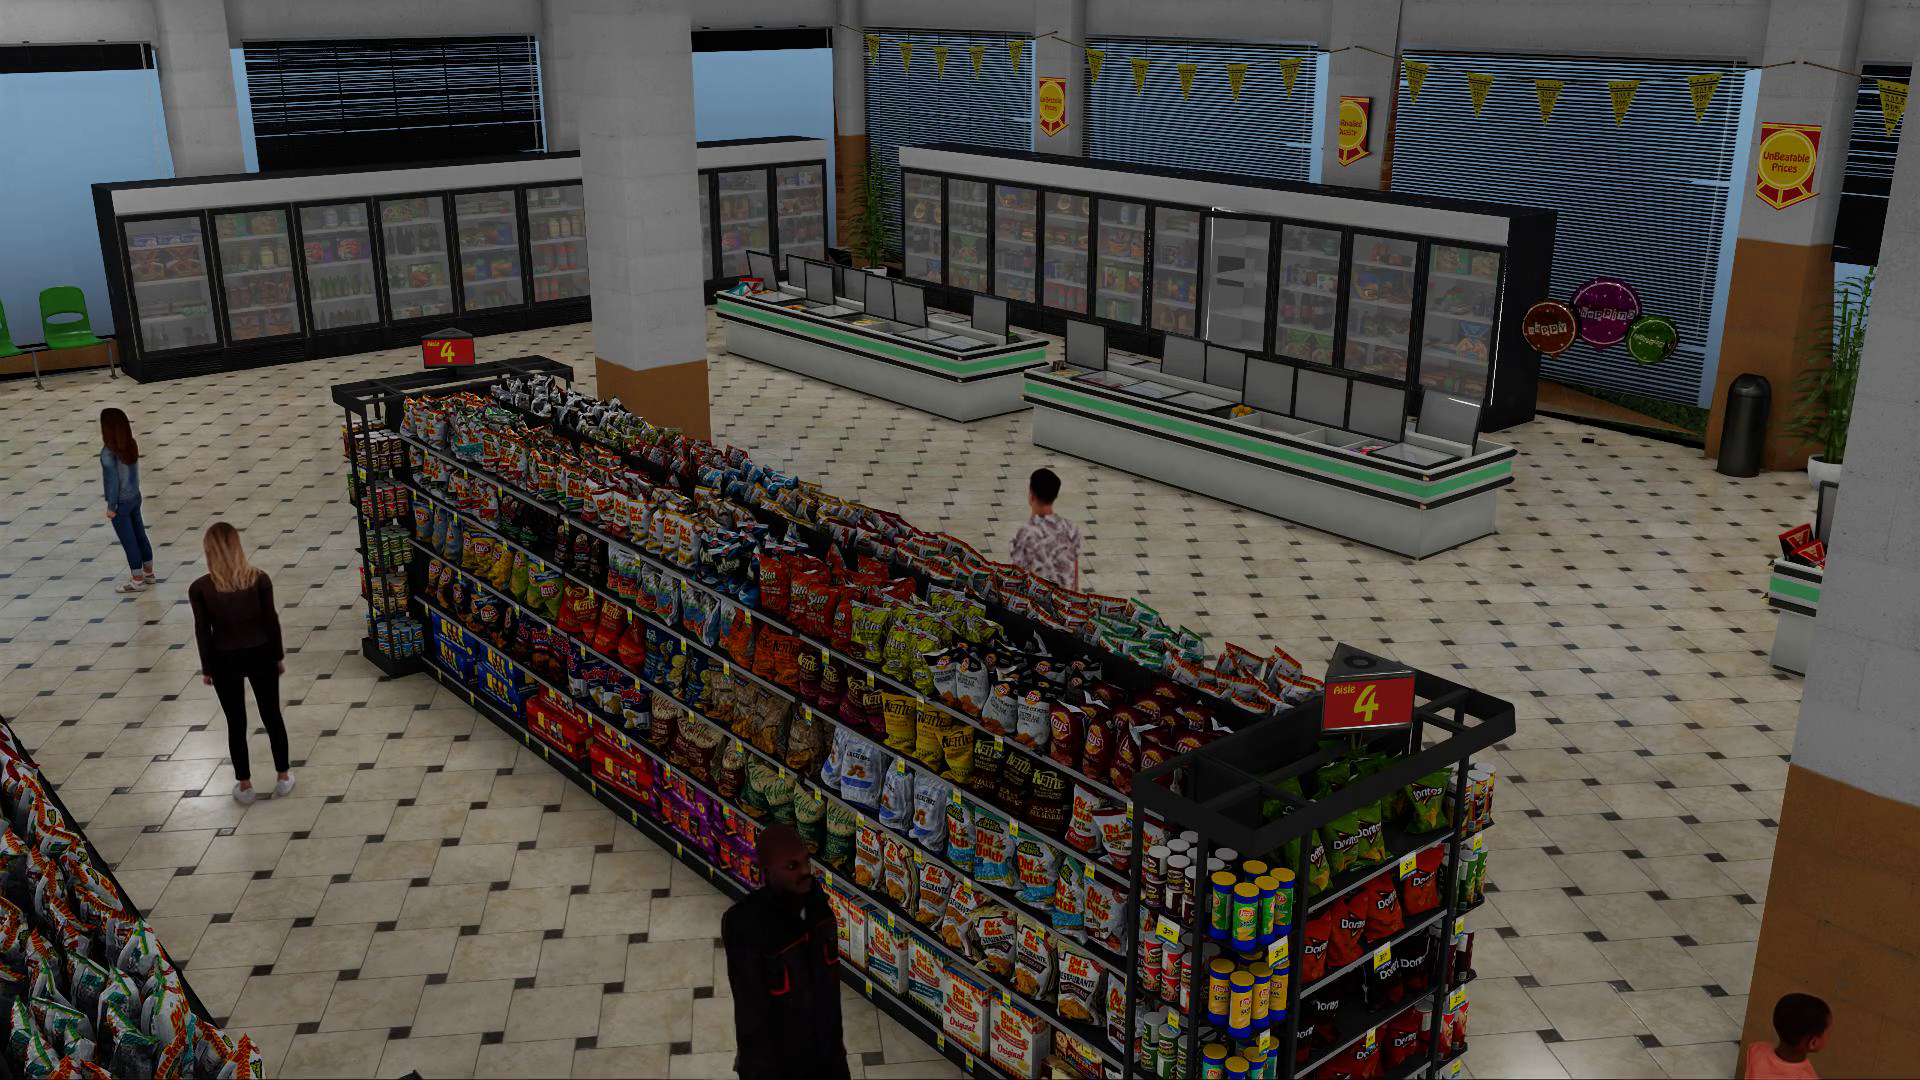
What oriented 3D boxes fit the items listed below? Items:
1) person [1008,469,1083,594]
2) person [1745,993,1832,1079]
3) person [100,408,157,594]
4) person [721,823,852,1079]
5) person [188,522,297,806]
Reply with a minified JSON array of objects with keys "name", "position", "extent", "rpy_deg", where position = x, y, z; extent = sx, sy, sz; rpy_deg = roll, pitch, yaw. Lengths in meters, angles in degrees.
[{"name":"person","position":[0.524,0.448,10.311],"extent":[0.708,1.814,0.619],"rpy_deg":[-10,21,-27]},{"name":"person","position":[2.893,2.195,5.919],"extent":[0.610,1.311,0.508],"rpy_deg":[-6,20,-17]},{"name":"person","position":[-6.591,-0.322,13.125],"extent":[0.701,1.476,0.632],"rpy_deg":[1,19,2]},{"name":"person","position":[-0.717,1.856,6.186],"extent":[1.288,1.783,0.917],"rpy_deg":[13,23,35]},{"name":"person","position":[-4.173,0.718,9.683],"extent":[0.647,1.705,0.574],"rpy_deg":[-10,21,-26]}]
